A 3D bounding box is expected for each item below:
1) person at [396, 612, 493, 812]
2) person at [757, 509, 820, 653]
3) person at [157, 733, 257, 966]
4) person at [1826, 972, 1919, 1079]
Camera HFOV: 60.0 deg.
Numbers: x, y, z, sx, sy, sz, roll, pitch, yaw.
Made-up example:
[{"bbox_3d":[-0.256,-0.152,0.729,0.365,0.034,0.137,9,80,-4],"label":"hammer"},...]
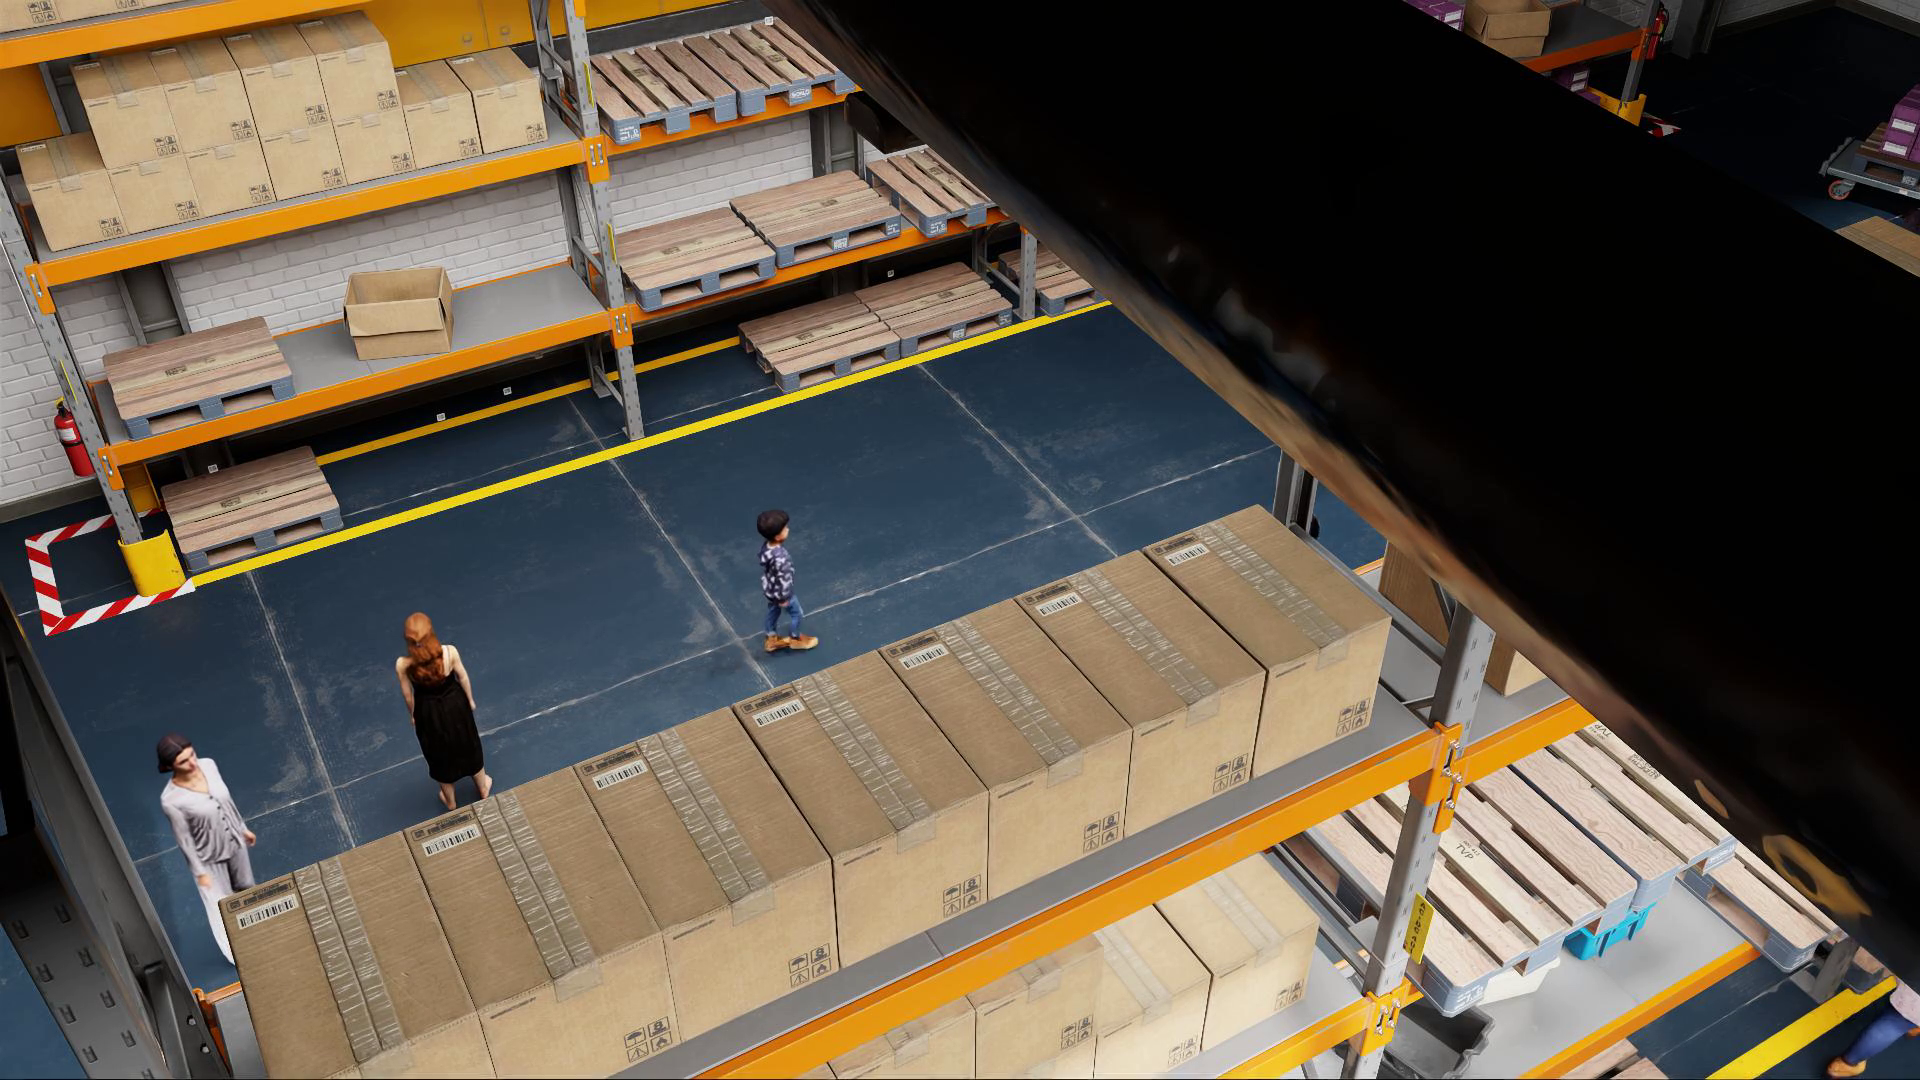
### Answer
[{"bbox_3d":[-3.323,1.103,10.659,0.539,1.626,0.643,-15,41,-18],"label":"person"},{"bbox_3d":[-1.352,0.327,11.941,0.652,1.237,0.565,-13,41,-16],"label":"person"},{"bbox_3d":[-4.347,1.792,9.678,0.732,1.773,0.664,12,40,14],"label":"person"},{"bbox_3d":[5.212,2.347,9.048,1.178,1.692,0.825,-13,40,-15],"label":"person"}]
